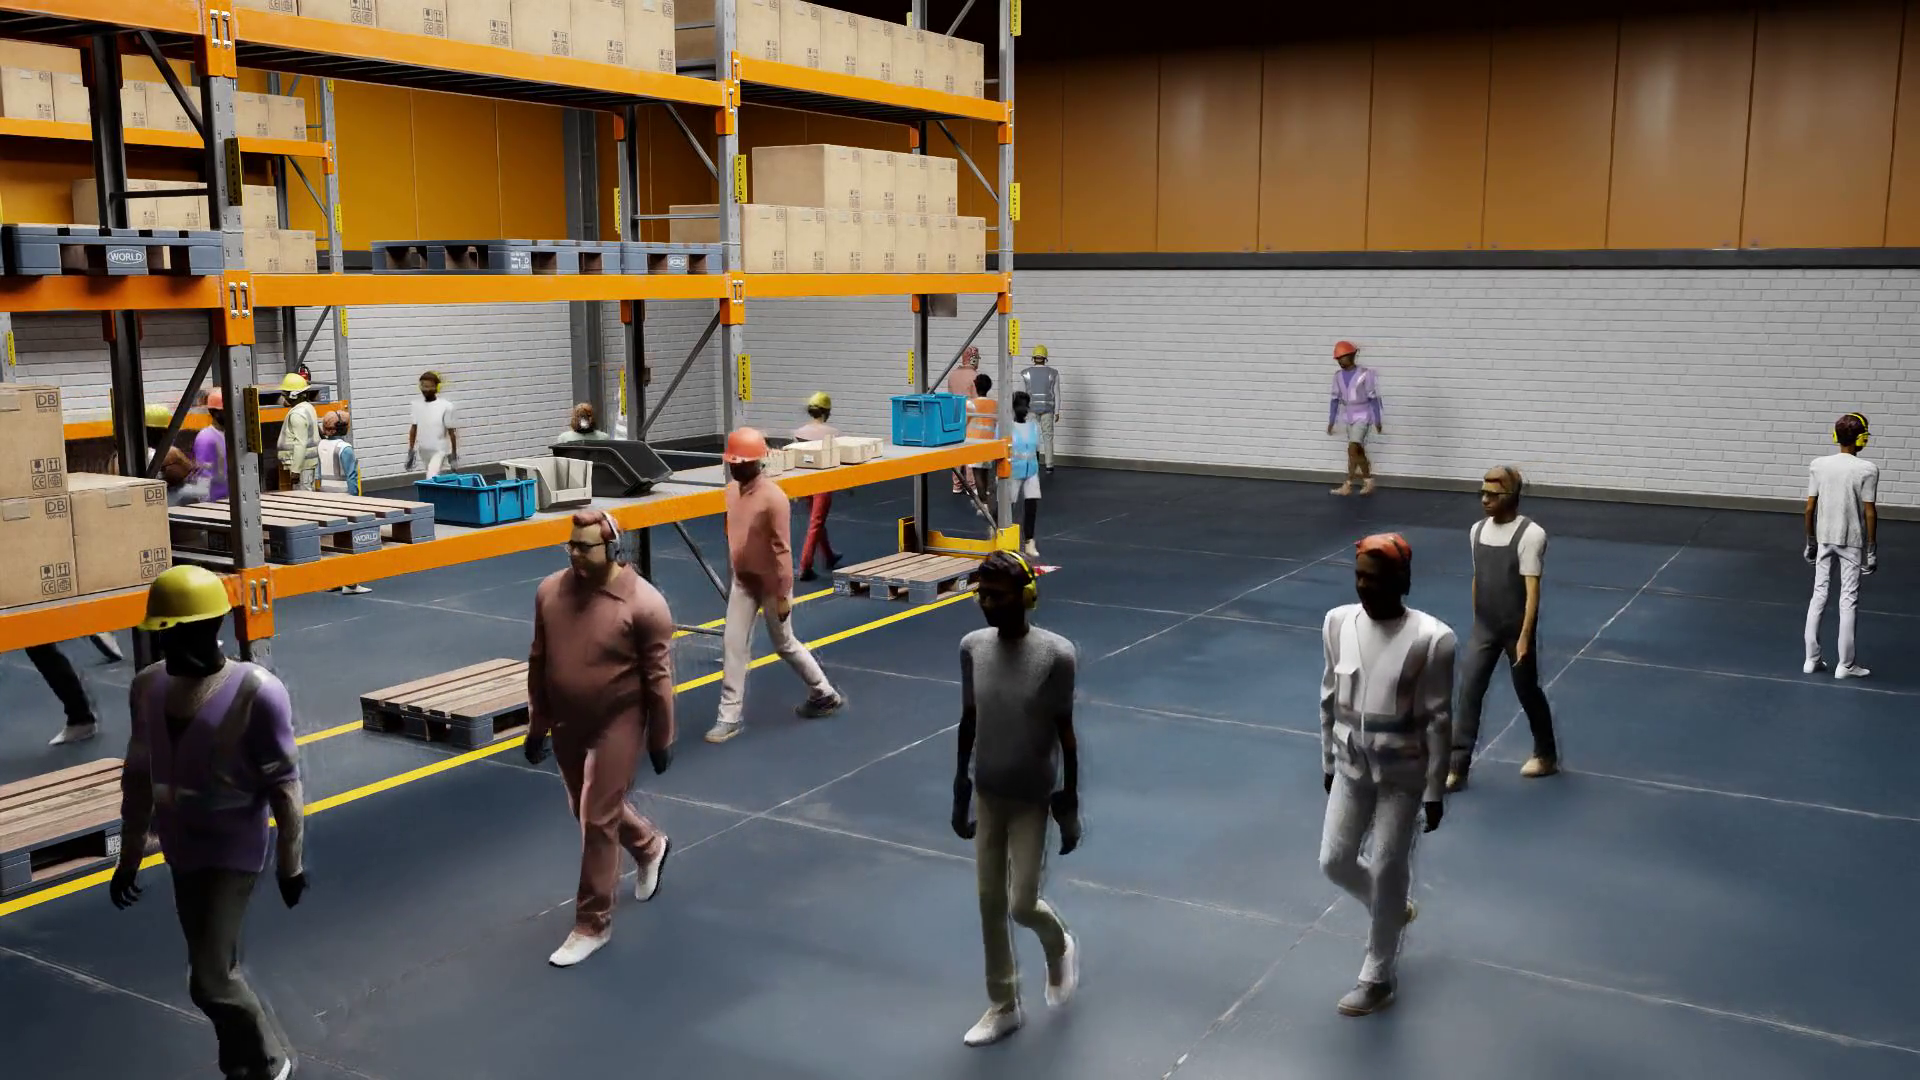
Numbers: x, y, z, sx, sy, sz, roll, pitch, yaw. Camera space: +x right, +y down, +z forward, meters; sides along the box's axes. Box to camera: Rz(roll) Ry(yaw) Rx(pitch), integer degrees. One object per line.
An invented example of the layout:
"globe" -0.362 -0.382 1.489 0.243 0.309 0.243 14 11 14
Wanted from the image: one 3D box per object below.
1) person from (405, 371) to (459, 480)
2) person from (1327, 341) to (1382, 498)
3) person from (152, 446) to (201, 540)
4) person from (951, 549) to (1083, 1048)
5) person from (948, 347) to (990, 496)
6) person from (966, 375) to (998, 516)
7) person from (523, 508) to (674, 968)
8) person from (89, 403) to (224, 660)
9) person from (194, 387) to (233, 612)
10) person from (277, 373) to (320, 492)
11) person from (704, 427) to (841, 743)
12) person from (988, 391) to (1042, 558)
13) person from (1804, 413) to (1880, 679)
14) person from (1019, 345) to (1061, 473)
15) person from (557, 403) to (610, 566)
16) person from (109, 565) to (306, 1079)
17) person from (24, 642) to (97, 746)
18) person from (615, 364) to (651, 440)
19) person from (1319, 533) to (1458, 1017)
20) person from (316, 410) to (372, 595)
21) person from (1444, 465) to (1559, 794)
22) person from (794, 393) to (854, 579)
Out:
"person" -5.627 -0.924 17.908 0.502 1.821 0.950 4 10 21
"person" 4.963 -1.521 21.084 0.917 1.976 0.657 -6 11 -33
"person" -5.571 0.156 11.779 0.509 1.628 0.429 6 11 35
"person" 0.219 0.940 6.154 0.542 1.846 0.477 6 11 34
"person" 0.130 -1.517 21.310 0.402 1.906 0.652 -7 11 -37
"person" 0.229 -1.130 19.688 0.538 1.653 0.842 -4 10 -25
"person" -1.505 0.776 7.105 0.637 1.879 0.882 5 10 27
"person" -5.989 -0.059 12.264 0.597 1.898 0.870 7 12 38
"person" -6.223 -0.315 13.800 0.665 1.915 0.553 0 9 -3
"person" -6.707 -0.772 16.886 0.404 1.833 0.587 -2 9 -13
"person" -1.179 0.241 10.290 0.657 1.937 0.960 8 12 41
"person" 0.557 -0.682 16.816 0.538 1.676 0.726 -5 10 -27
"person" 6.208 0.039 11.708 0.326 1.872 0.518 -6 11 -35
"person" 1.133 -1.852 23.627 0.594 1.832 0.404 0 9 1
"person" -3.563 -0.476 15.725 0.592 1.639 0.401 -2 9 -13
"person" -2.469 1.022 5.447 0.596 1.910 0.437 4 10 24
"person" -5.593 0.355 9.753 0.610 1.870 1.000 5 11 30
"person" -3.839 -1.109 18.968 0.779 1.848 0.586 -3 10 -17
"person" 1.655 0.887 6.437 0.578 1.870 0.509 9 13 44
"person" -5.490 -0.330 14.731 0.521 1.640 0.306 7 11 37
"person" 3.027 0.480 9.192 0.951 1.809 0.529 -7 11 -36
"person" -1.298 -0.515 15.635 0.534 1.719 0.894 6 11 31
